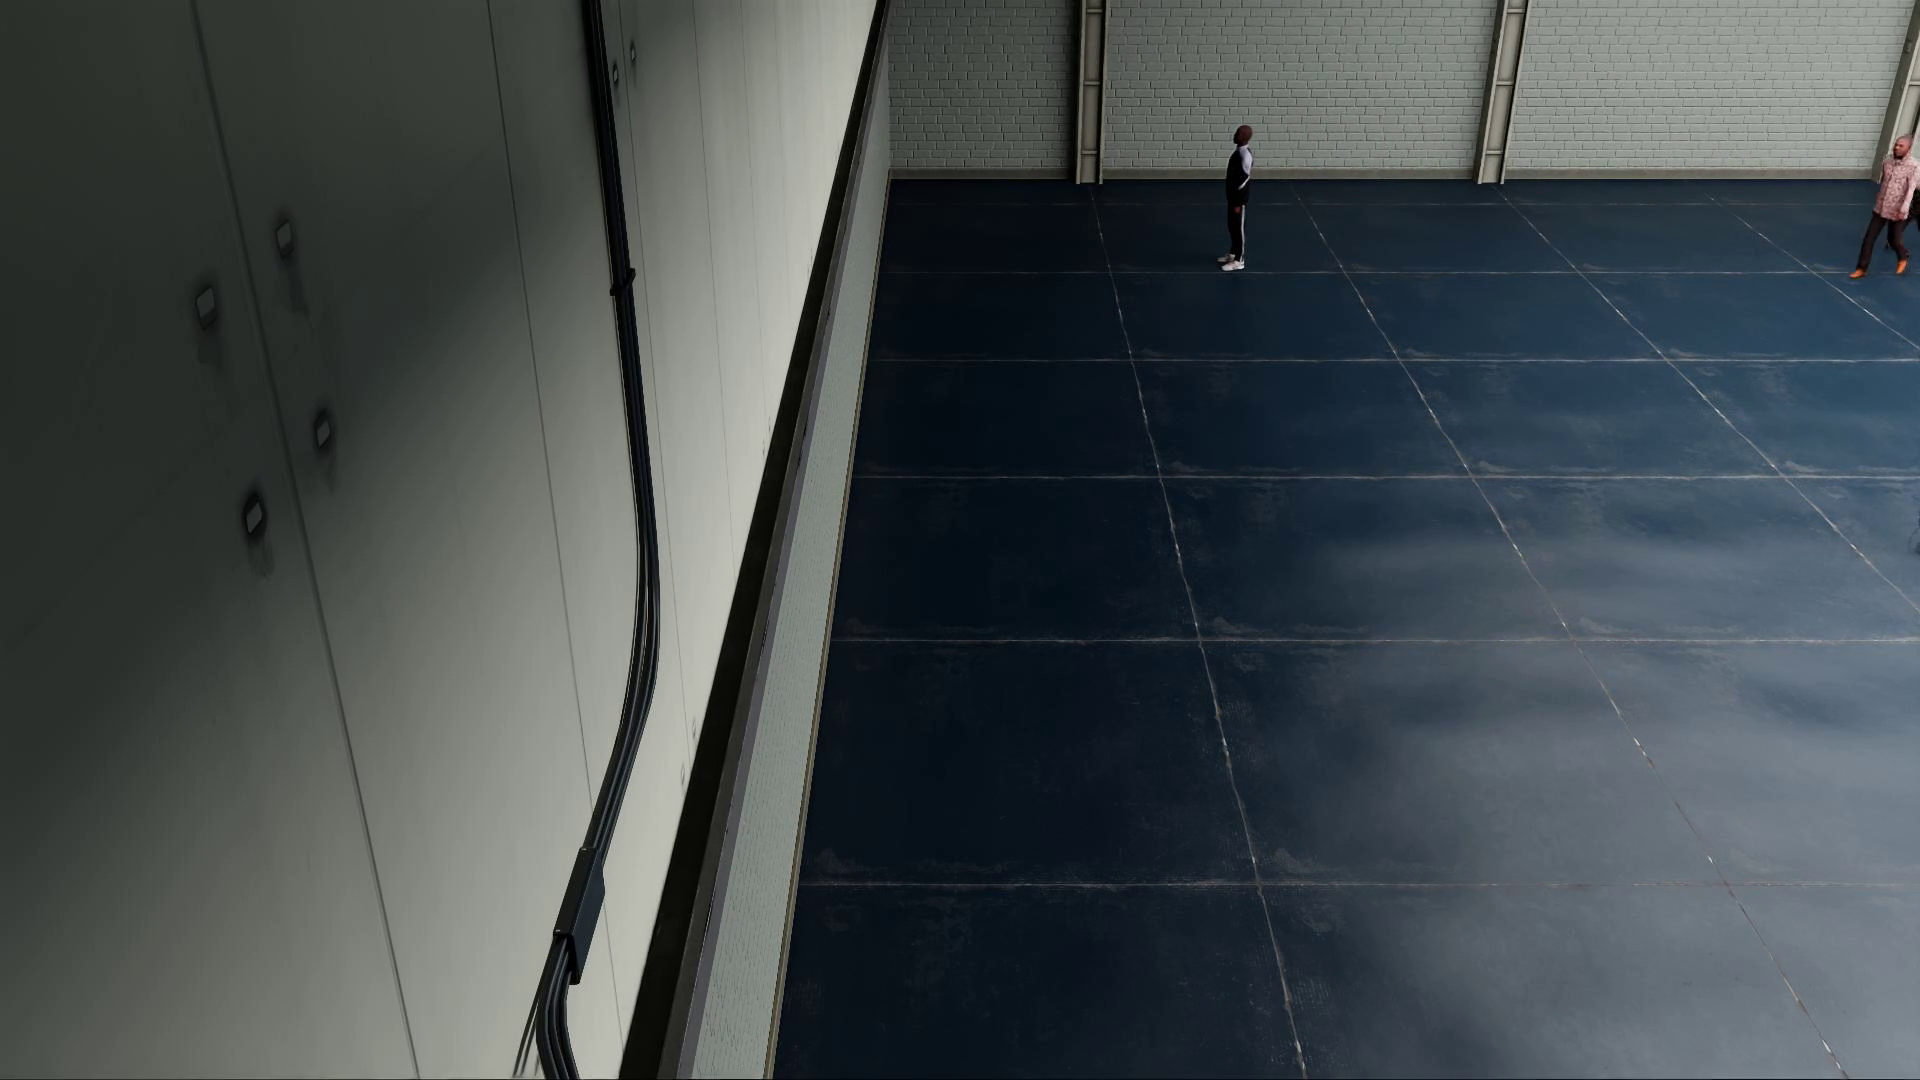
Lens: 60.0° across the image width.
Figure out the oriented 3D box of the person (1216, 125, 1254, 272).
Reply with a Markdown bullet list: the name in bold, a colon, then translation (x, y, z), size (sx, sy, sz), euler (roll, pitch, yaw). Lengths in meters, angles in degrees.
- **person**: translation (3.536, -4.360, 21.087), size (0.526, 1.828, 0.645), euler (0, 28, 0)

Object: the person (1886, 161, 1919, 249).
- **person**: translation (12.483, -4.481, 21.726), size (0.980, 1.441, 0.588), euler (-2, 28, -4)

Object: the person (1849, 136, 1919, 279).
- **person**: translation (11.647, -4.127, 20.701), size (1.213, 1.778, 1.048), euler (-17, 32, -28)
